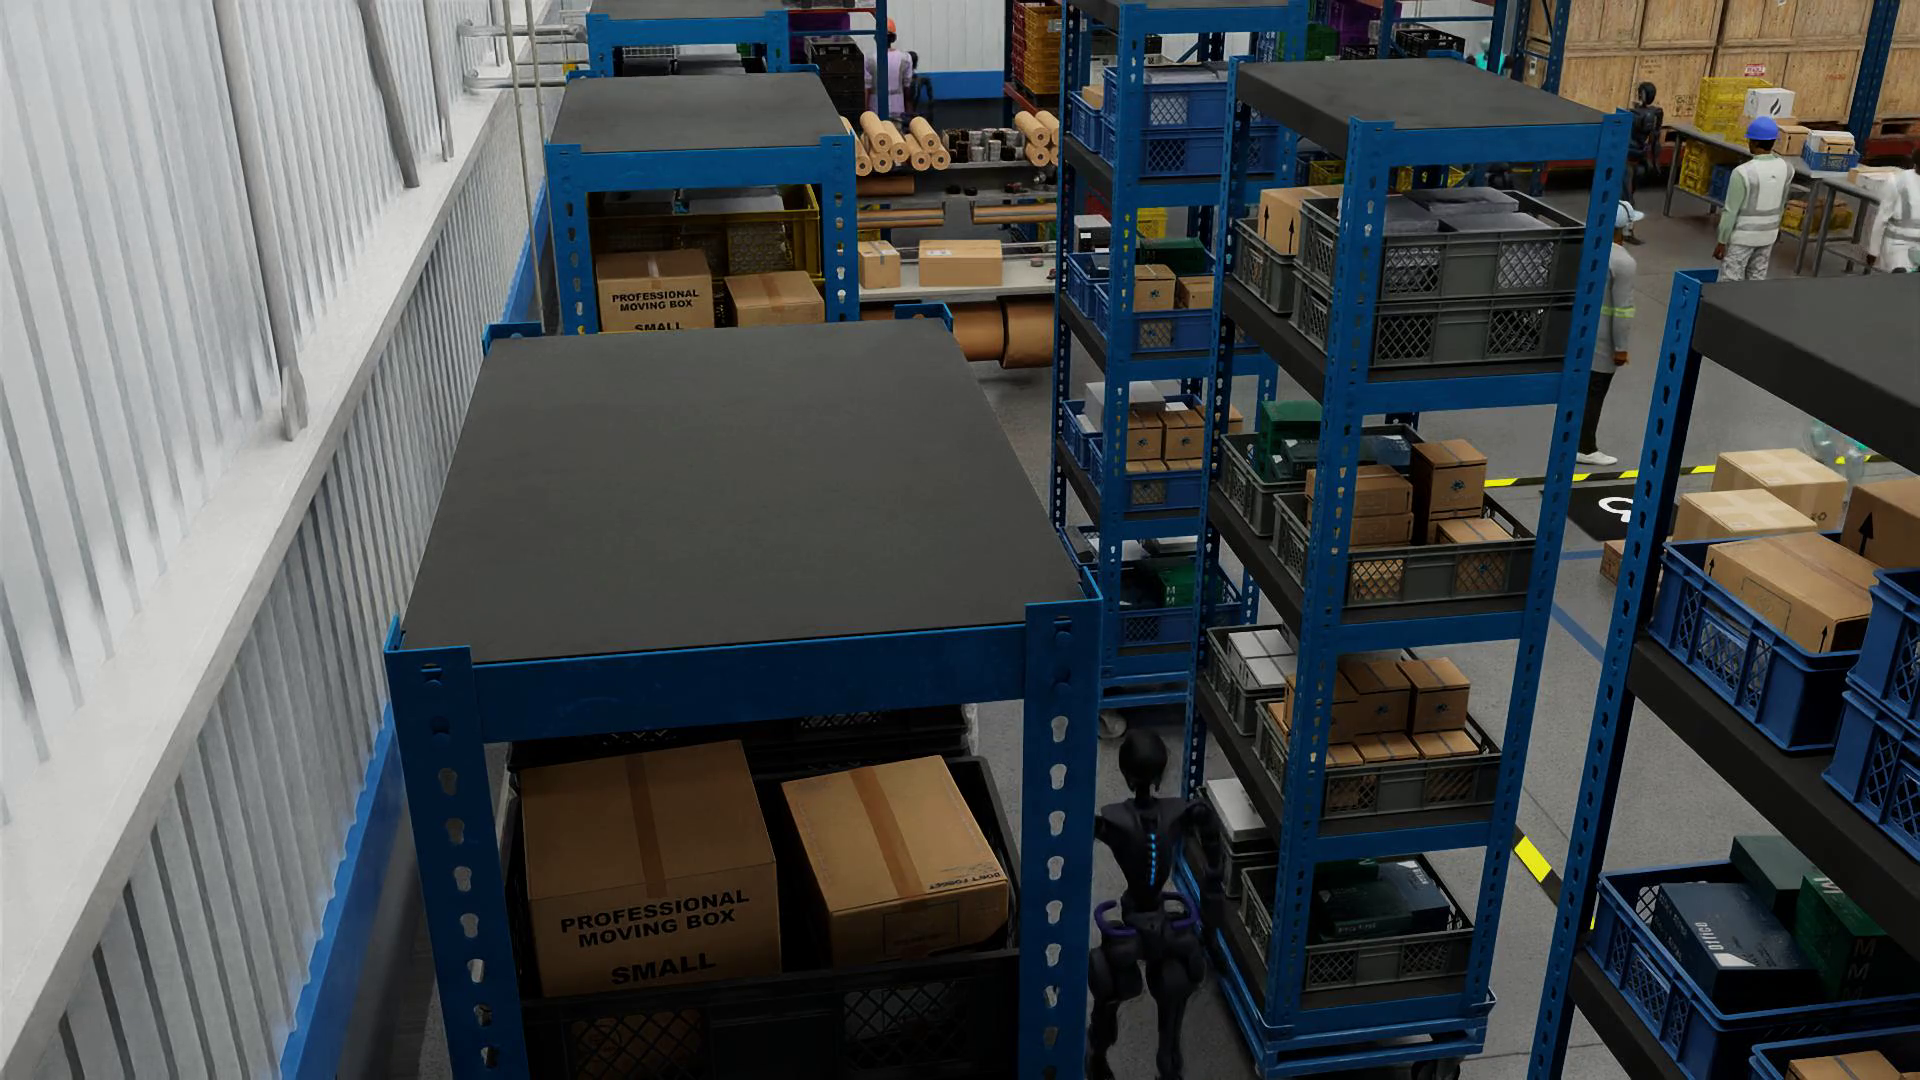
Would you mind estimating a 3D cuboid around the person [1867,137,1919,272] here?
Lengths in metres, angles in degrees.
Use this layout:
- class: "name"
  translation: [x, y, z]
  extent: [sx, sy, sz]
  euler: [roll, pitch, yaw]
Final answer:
- class: "person"
  translation: [7.808, -2.414, 13.666]
  extent: [0.581, 1.837, 0.973]
  euler: [-2, 25, -4]

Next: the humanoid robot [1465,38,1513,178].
- class: "humanoid robot"
  translation: [5.973, -4.693, 18.843]
  extent: [0.561, 1.845, 0.804]
  euler: [3, 25, 6]

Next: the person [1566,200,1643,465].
- class: "person"
  translation: [4.447, -1.432, 11.515]
  extent: [0.361, 1.852, 0.596]
  euler: [-6, 25, -12]

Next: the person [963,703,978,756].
- class: "person"
  translation: [-0.119, 0.447, 7.444]
  extent: [0.429, 1.843, 0.632]
  euler: [18, 30, 34]

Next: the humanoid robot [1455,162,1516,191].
- class: "humanoid robot"
  translation: [5.333, -3.699, 16.728]
  extent: [0.600, 1.650, 0.769]
  euler: [-3, 25, -5]

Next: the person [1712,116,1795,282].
- class: "person"
  translation: [6.513, -2.514, 13.771]
  extent: [0.605, 1.939, 0.420]
  euler: [-8, 26, -17]

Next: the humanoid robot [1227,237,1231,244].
- class: "humanoid robot"
  translation: [2.792, -3.894, 17.013]
  extent: [0.564, 1.732, 0.950]
  euler: [5, 25, 10]

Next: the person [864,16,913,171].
- class: "person"
  translation: [-0.829, -4.796, 18.604]
  extent: [0.615, 2.041, 0.377]
  euler: [-7, 26, -15]

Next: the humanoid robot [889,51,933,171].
- class: "humanoid robot"
  translation: [-0.532, -4.623, 18.665]
  extent: [0.597, 1.638, 0.461]
  euler: [-14, 28, -28]

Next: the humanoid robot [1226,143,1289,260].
- class: "humanoid robot"
  translation: [2.486, -2.589, 14.289]
  extent: [0.574, 1.866, 0.787]
  euler: [10, 27, 21]

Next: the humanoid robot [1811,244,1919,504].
- class: "humanoid robot"
  translation: [5.878, -0.978, 10.748]
  extent: [0.781, 1.843, 0.555]
  euler: [-6, 25, -13]

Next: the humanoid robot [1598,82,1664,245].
- class: "humanoid robot"
  translation: [6.962, -3.927, 17.234]
  extent: [0.612, 1.638, 0.821]
  euler: [-8, 26, -18]

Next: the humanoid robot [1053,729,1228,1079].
- class: "humanoid robot"
  translation: [0.625, 1.362, 5.706]
  extent: [0.614, 1.624, 0.770]
  euler: [-4, 25, -9]

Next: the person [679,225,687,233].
- class: "person"
  translation: [-3.003, -3.993, 16.950]
  extent: [0.611, 1.962, 0.361]
  euler: [0, 25, -1]
